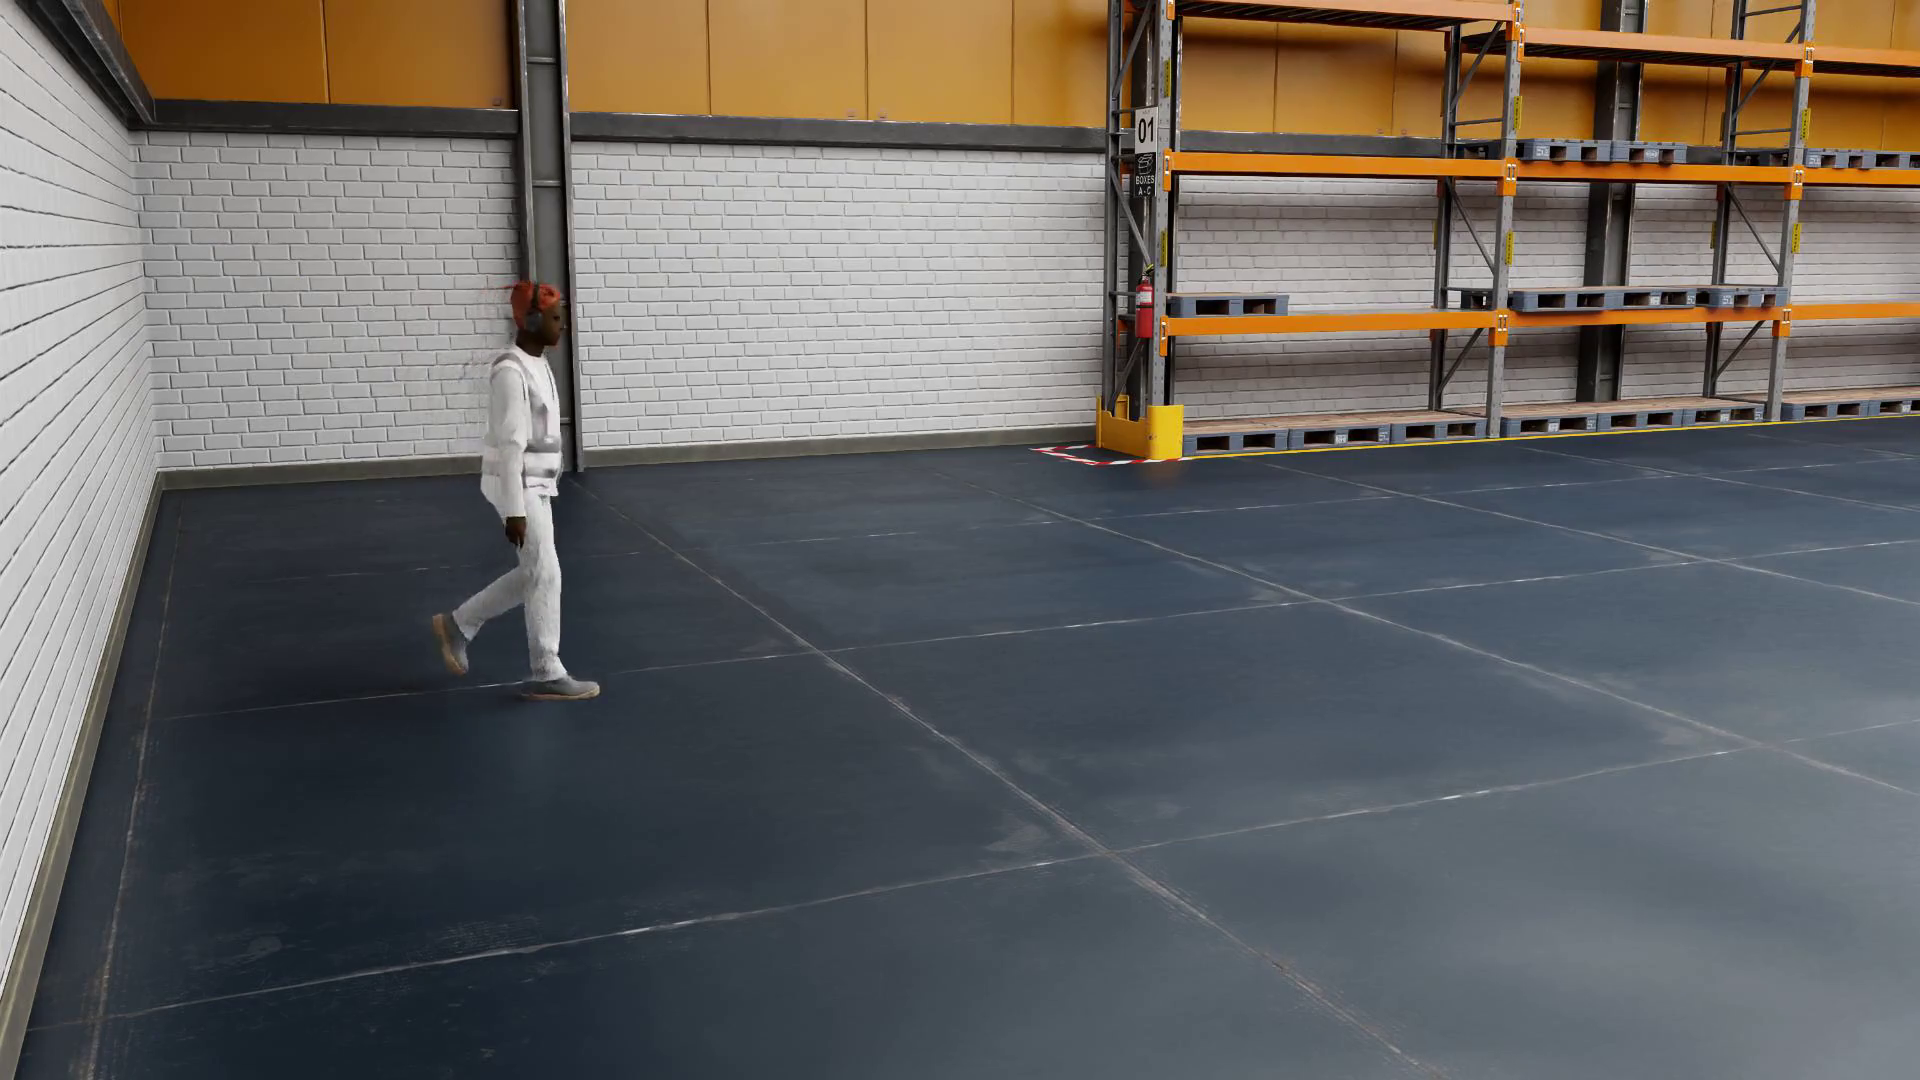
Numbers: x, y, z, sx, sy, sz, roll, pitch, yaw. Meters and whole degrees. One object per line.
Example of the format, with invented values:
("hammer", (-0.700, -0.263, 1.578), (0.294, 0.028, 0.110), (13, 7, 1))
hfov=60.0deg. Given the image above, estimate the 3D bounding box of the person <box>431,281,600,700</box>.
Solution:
("person", (-2.002, -0.210, 7.340), (0.698, 1.860, 0.616), (0, 10, 0))
